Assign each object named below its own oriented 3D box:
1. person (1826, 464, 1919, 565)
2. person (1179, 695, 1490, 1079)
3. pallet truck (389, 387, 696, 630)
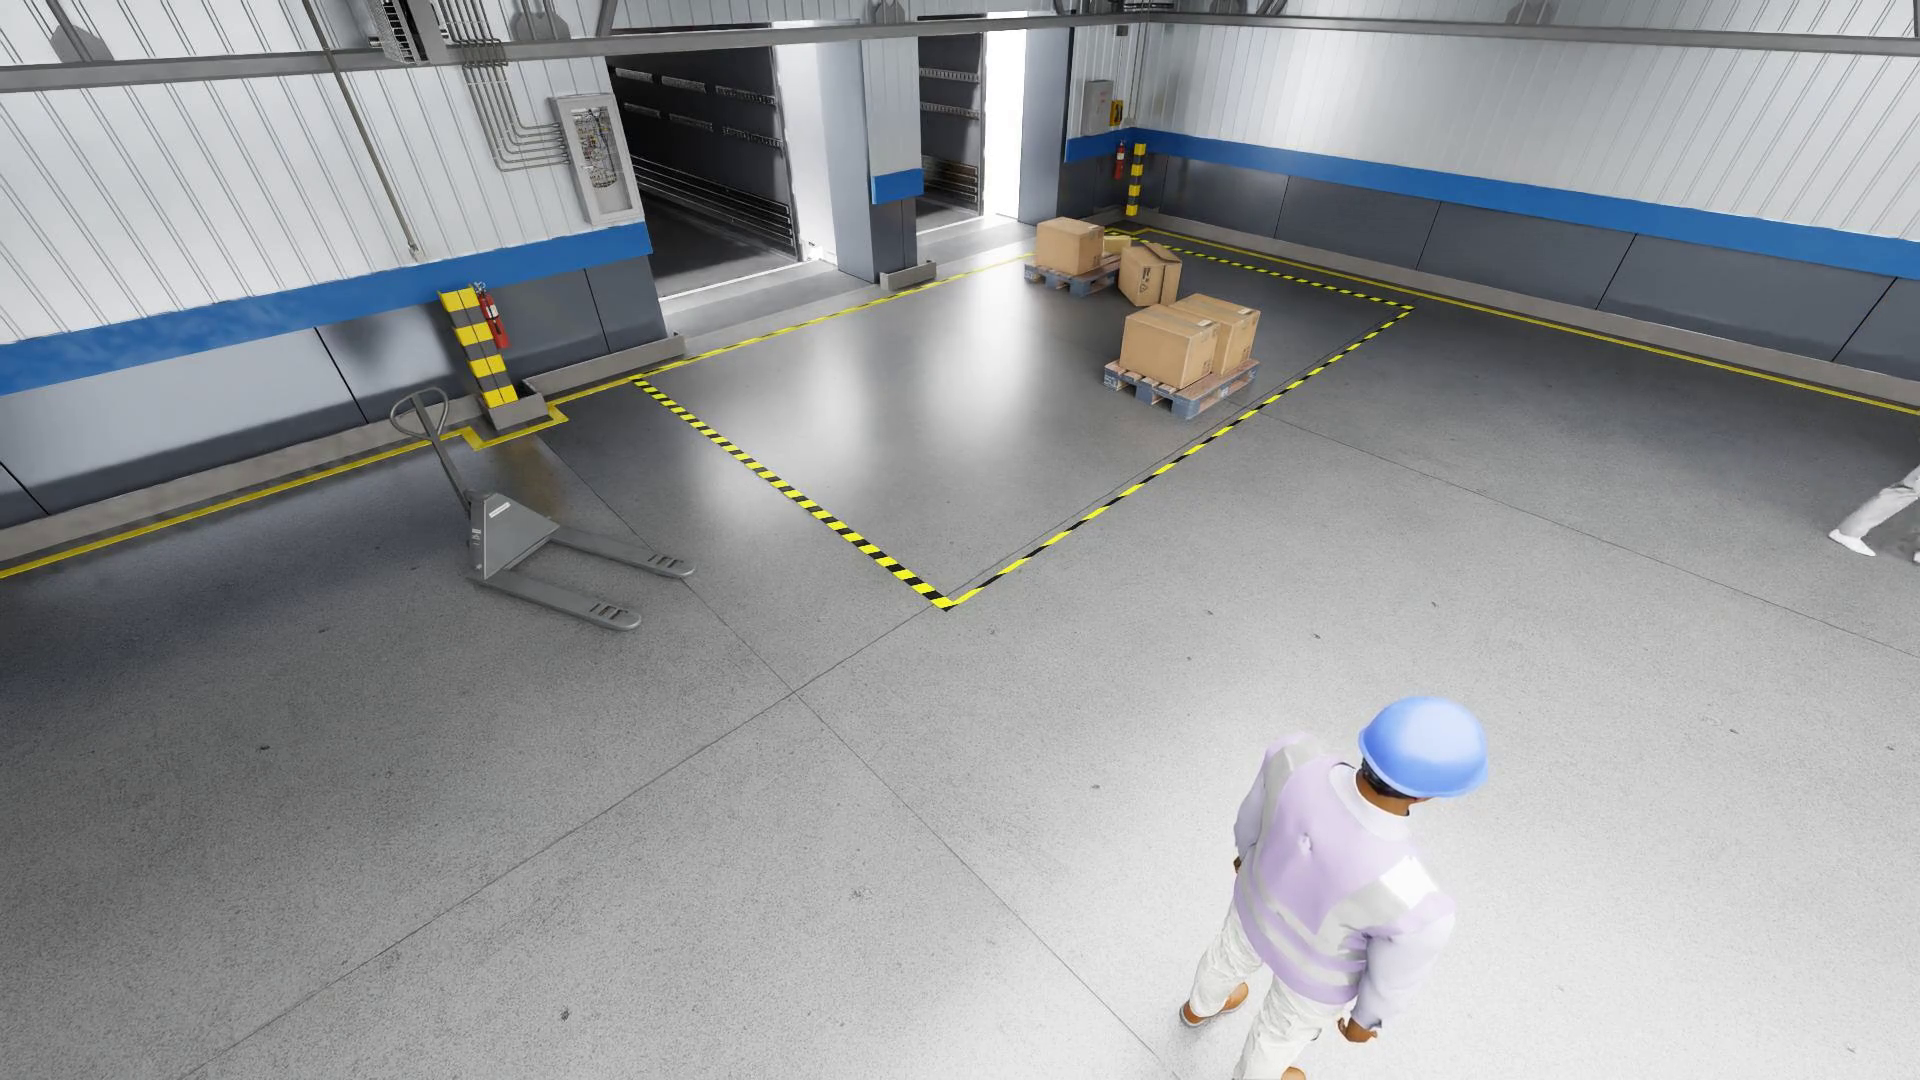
[{"bbox_3d":[6.442,-0.490,4.595,0.539,1.615,0.651,-20,42,-23],"label":"person"},{"bbox_3d":[1.042,1.151,2.204,0.398,1.945,0.614,-12,39,-15],"label":"person"},{"bbox_3d":[-2.613,-0.247,4.593,1.601,1.201,0.680,14,40,17],"label":"pallet truck"}]
